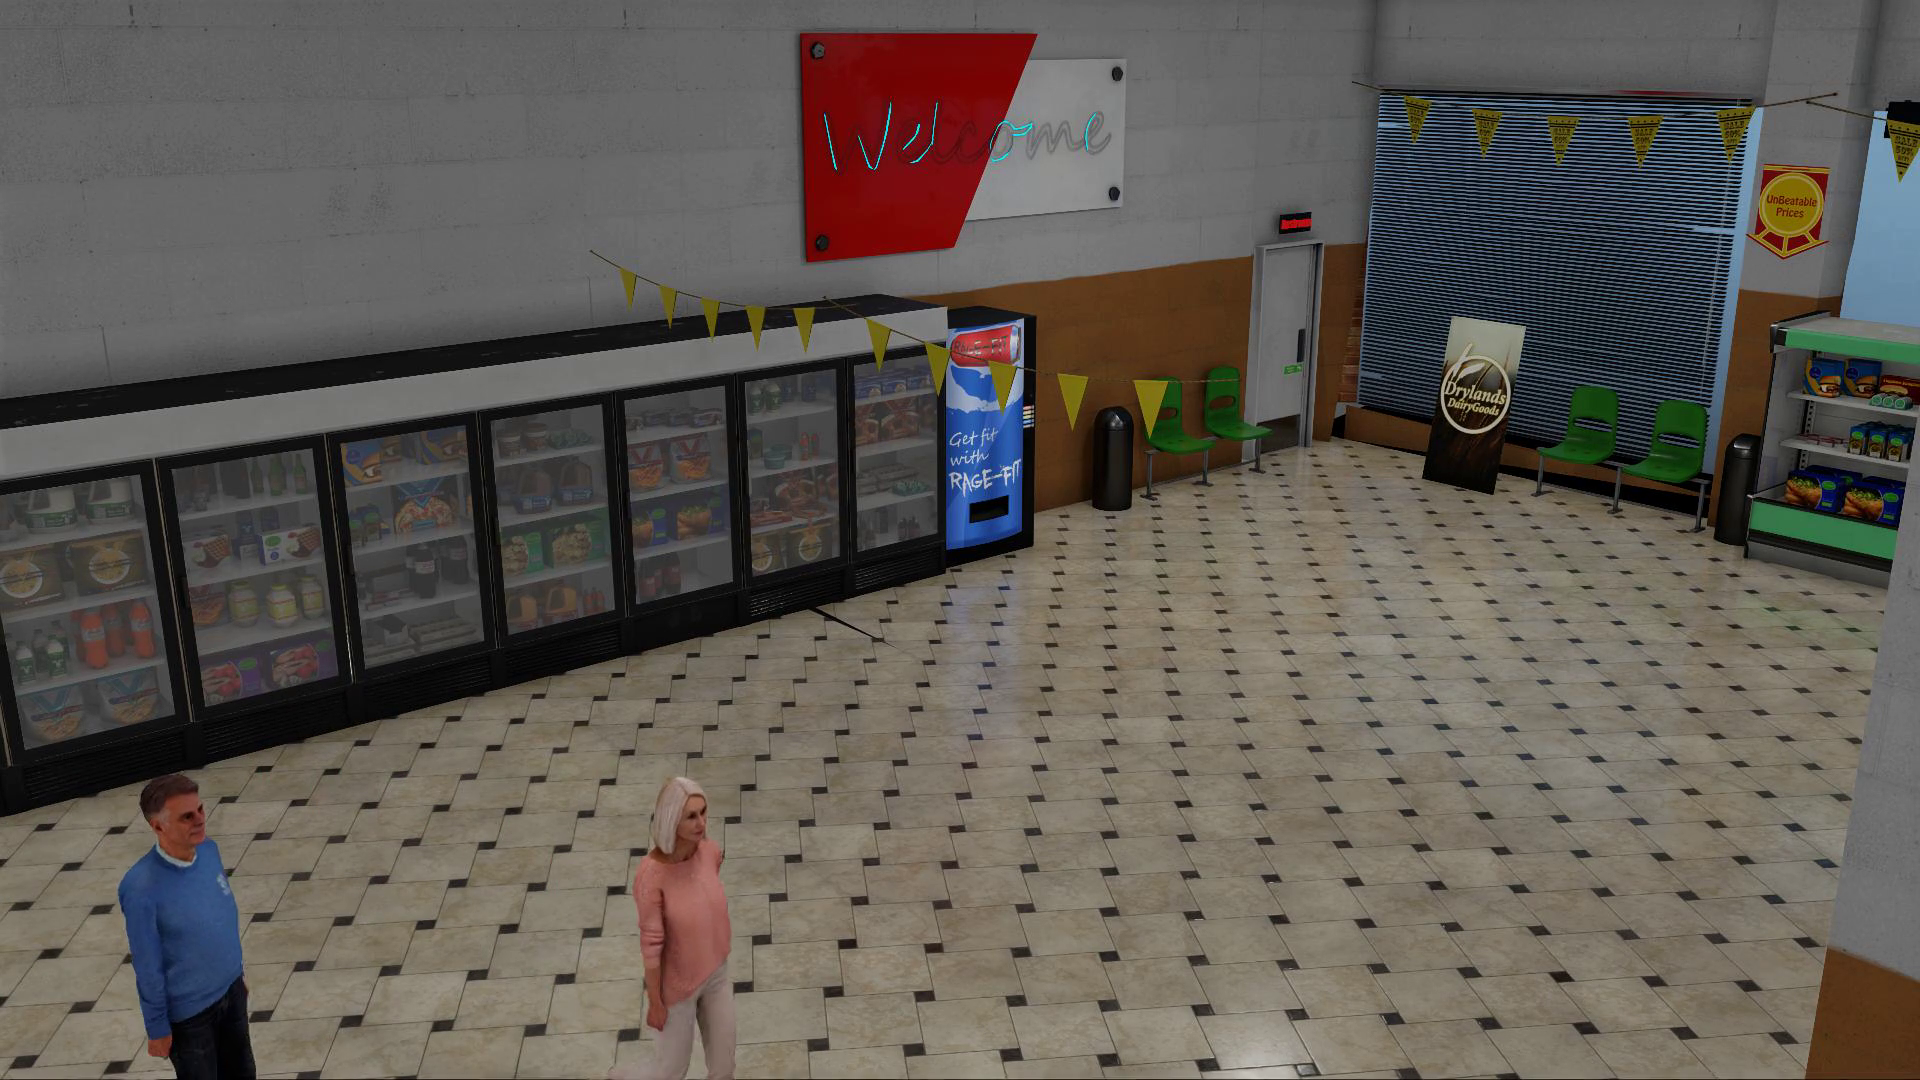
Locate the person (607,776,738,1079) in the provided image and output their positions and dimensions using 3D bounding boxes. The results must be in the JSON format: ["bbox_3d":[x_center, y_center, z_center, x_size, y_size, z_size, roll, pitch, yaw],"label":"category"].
[{"bbox_3d":[-1.138,1.724,6.603,1.072,1.703,0.770,11,20,33],"label":"person"}]

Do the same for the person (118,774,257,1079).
[{"bbox_3d":[-3.012,1.729,6.414,1.026,1.803,0.933,4,17,12],"label":"person"}]
